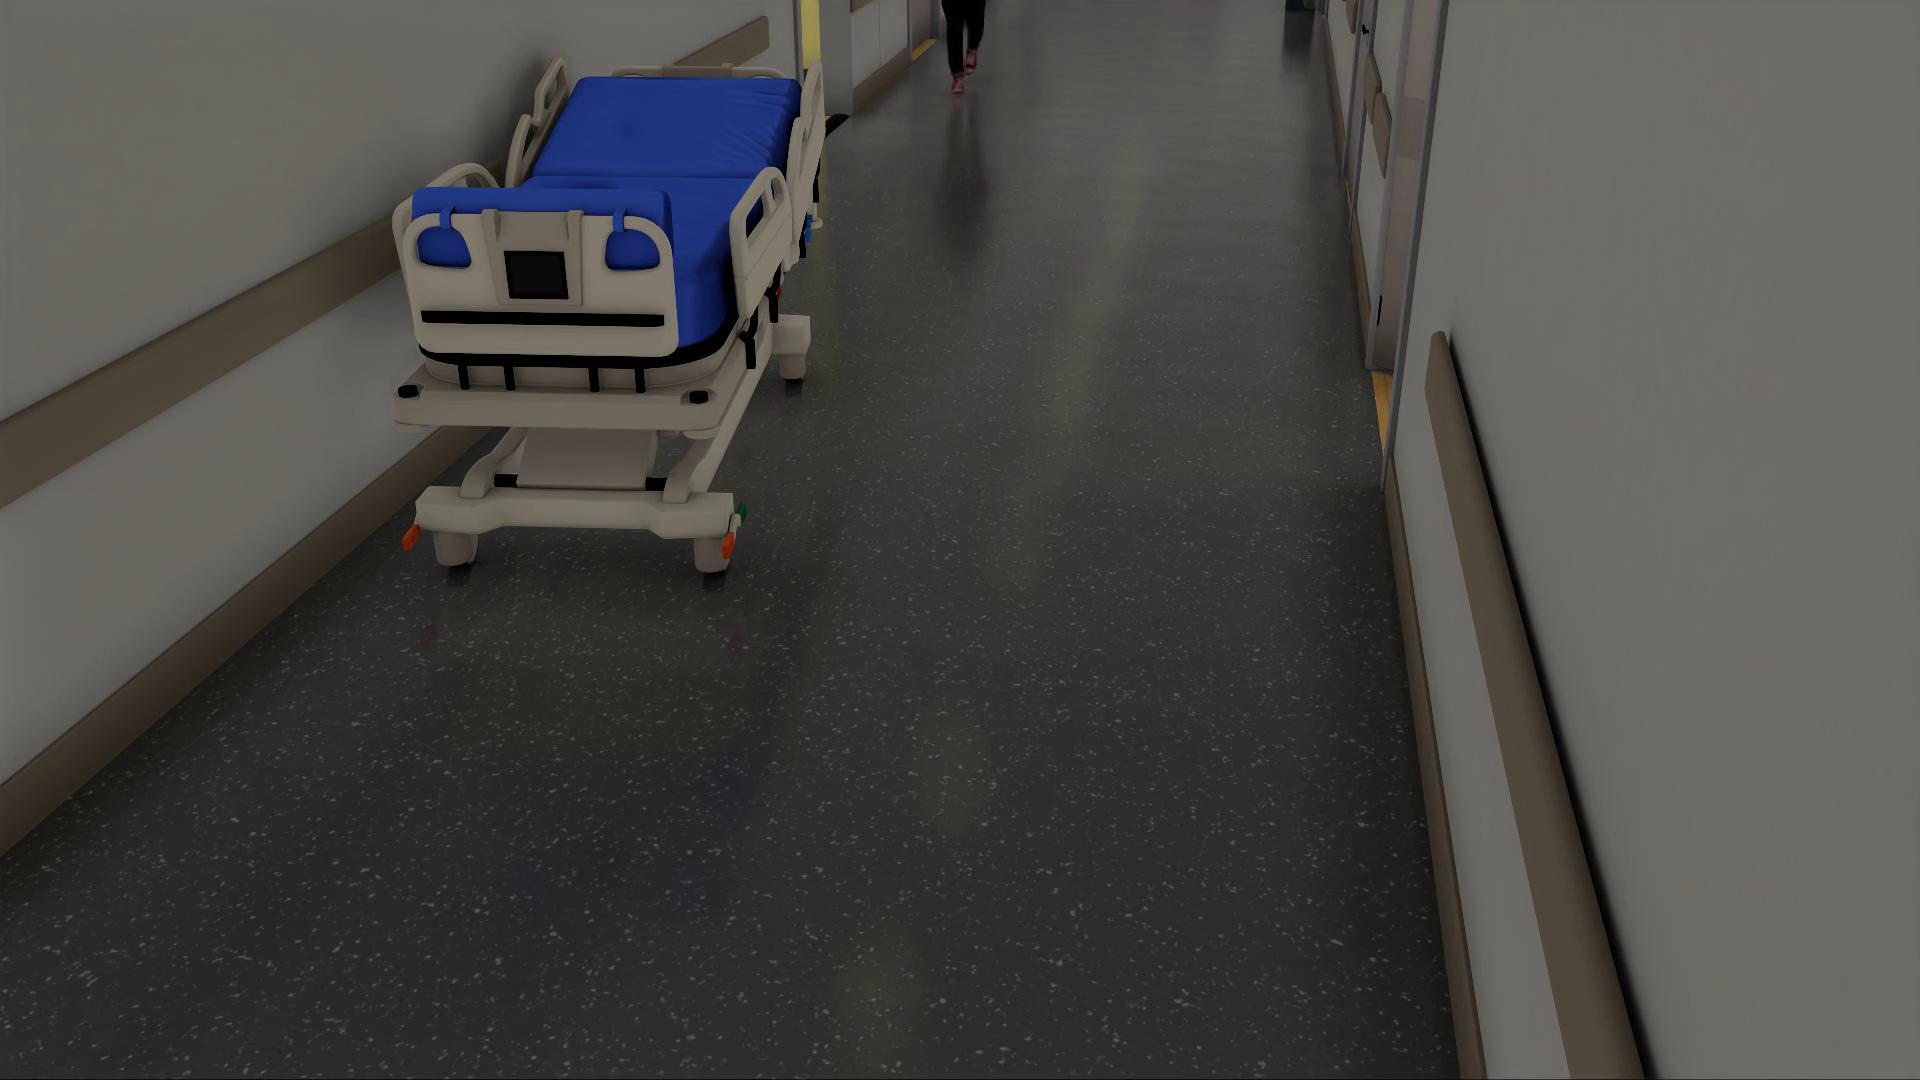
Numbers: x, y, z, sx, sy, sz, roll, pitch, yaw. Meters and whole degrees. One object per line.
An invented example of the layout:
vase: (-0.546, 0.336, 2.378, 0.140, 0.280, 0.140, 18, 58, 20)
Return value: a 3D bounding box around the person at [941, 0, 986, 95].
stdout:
person: (0.011, -4.302, 12.626, 0.952, 1.735, 0.829, -1, 26, -1)
